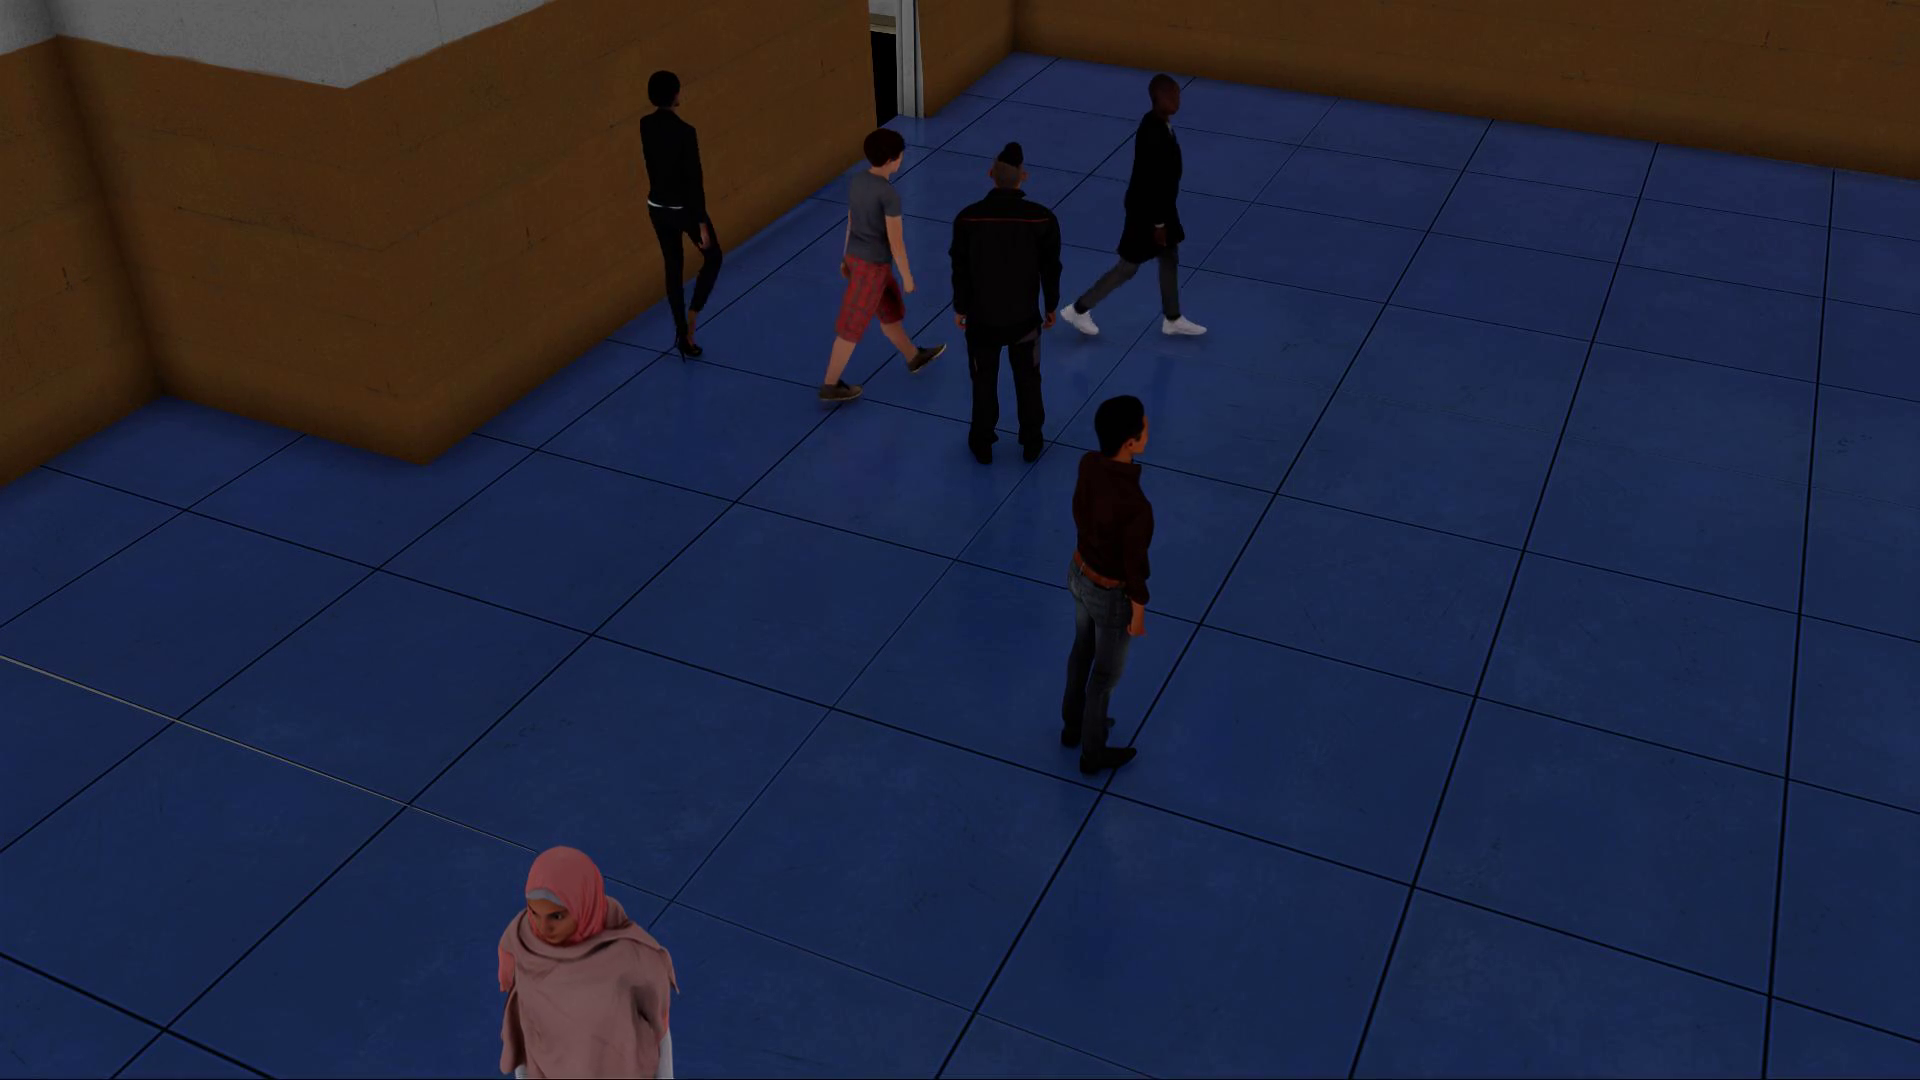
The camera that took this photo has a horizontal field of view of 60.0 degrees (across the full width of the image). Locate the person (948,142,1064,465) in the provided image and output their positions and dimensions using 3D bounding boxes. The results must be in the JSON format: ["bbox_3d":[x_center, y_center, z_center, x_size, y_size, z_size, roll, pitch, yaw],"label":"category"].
[{"bbox_3d":[0.245,-1.279,9.014,0.744,1.862,0.914,-1,34,-1],"label":"person"}]

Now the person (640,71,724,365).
[{"bbox_3d":[-1.737,-1.880,9.970,0.581,1.827,0.702,17,37,24],"label":"person"}]

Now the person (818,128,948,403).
[{"bbox_3d":[-0.593,-1.539,9.650,1.076,1.602,1.137,-18,38,-25],"label":"person"}]

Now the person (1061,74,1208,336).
[{"bbox_3d":[1.058,-1.999,10.247,1.264,1.719,0.953,2,34,3],"label":"person"}]

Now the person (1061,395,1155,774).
[{"bbox_3d":[0.588,0.195,6.896,0.760,1.778,0.667,-16,37,-22],"label":"person"}]

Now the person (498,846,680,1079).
[{"bbox_3d":[-1.049,1.574,4.800,0.638,1.803,0.770,3,34,5],"label":"person"}]
